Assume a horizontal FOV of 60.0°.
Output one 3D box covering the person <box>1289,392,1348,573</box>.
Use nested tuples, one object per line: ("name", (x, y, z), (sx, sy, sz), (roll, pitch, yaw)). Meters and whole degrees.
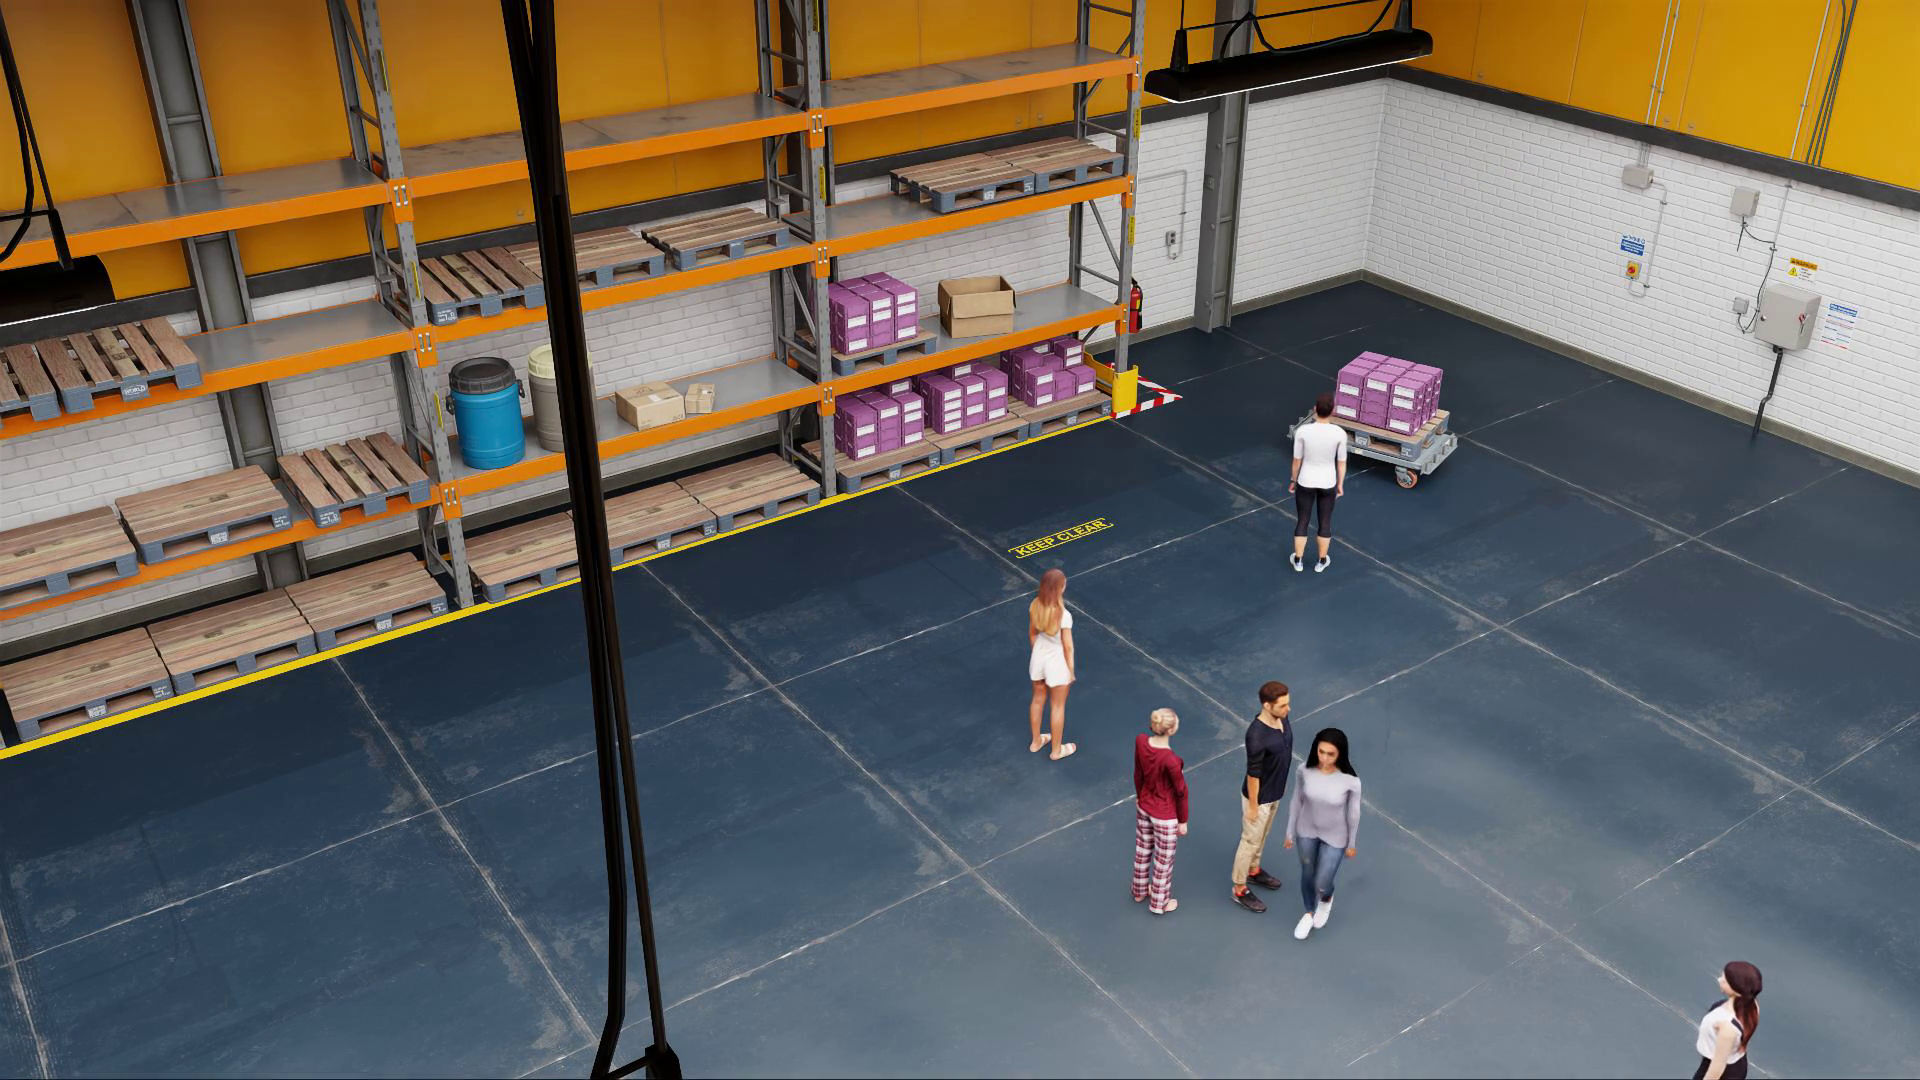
("person", (3.420, -0.549, 15.929), (0.747, 1.851, 0.801), (6, 29, 10))

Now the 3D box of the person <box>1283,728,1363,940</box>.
("person", (2.526, 1.978, 11.429), (0.727, 1.723, 0.758), (17, 33, 28))

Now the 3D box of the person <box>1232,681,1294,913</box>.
("person", (2.120, 1.759, 11.693), (0.749, 1.855, 0.603), (17, 33, 28))

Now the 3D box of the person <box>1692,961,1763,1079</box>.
("person", (4.353, 3.063, 9.526), (0.678, 1.642, 0.540), (21, 35, 33))

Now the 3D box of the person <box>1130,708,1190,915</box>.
("person", (1.394, 1.874, 11.647), (0.521, 1.698, 0.628), (-22, 36, -34))

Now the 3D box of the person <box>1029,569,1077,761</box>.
("person", (0.720, 0.985, 13.277), (0.617, 1.697, 0.623), (23, 36, 36))
